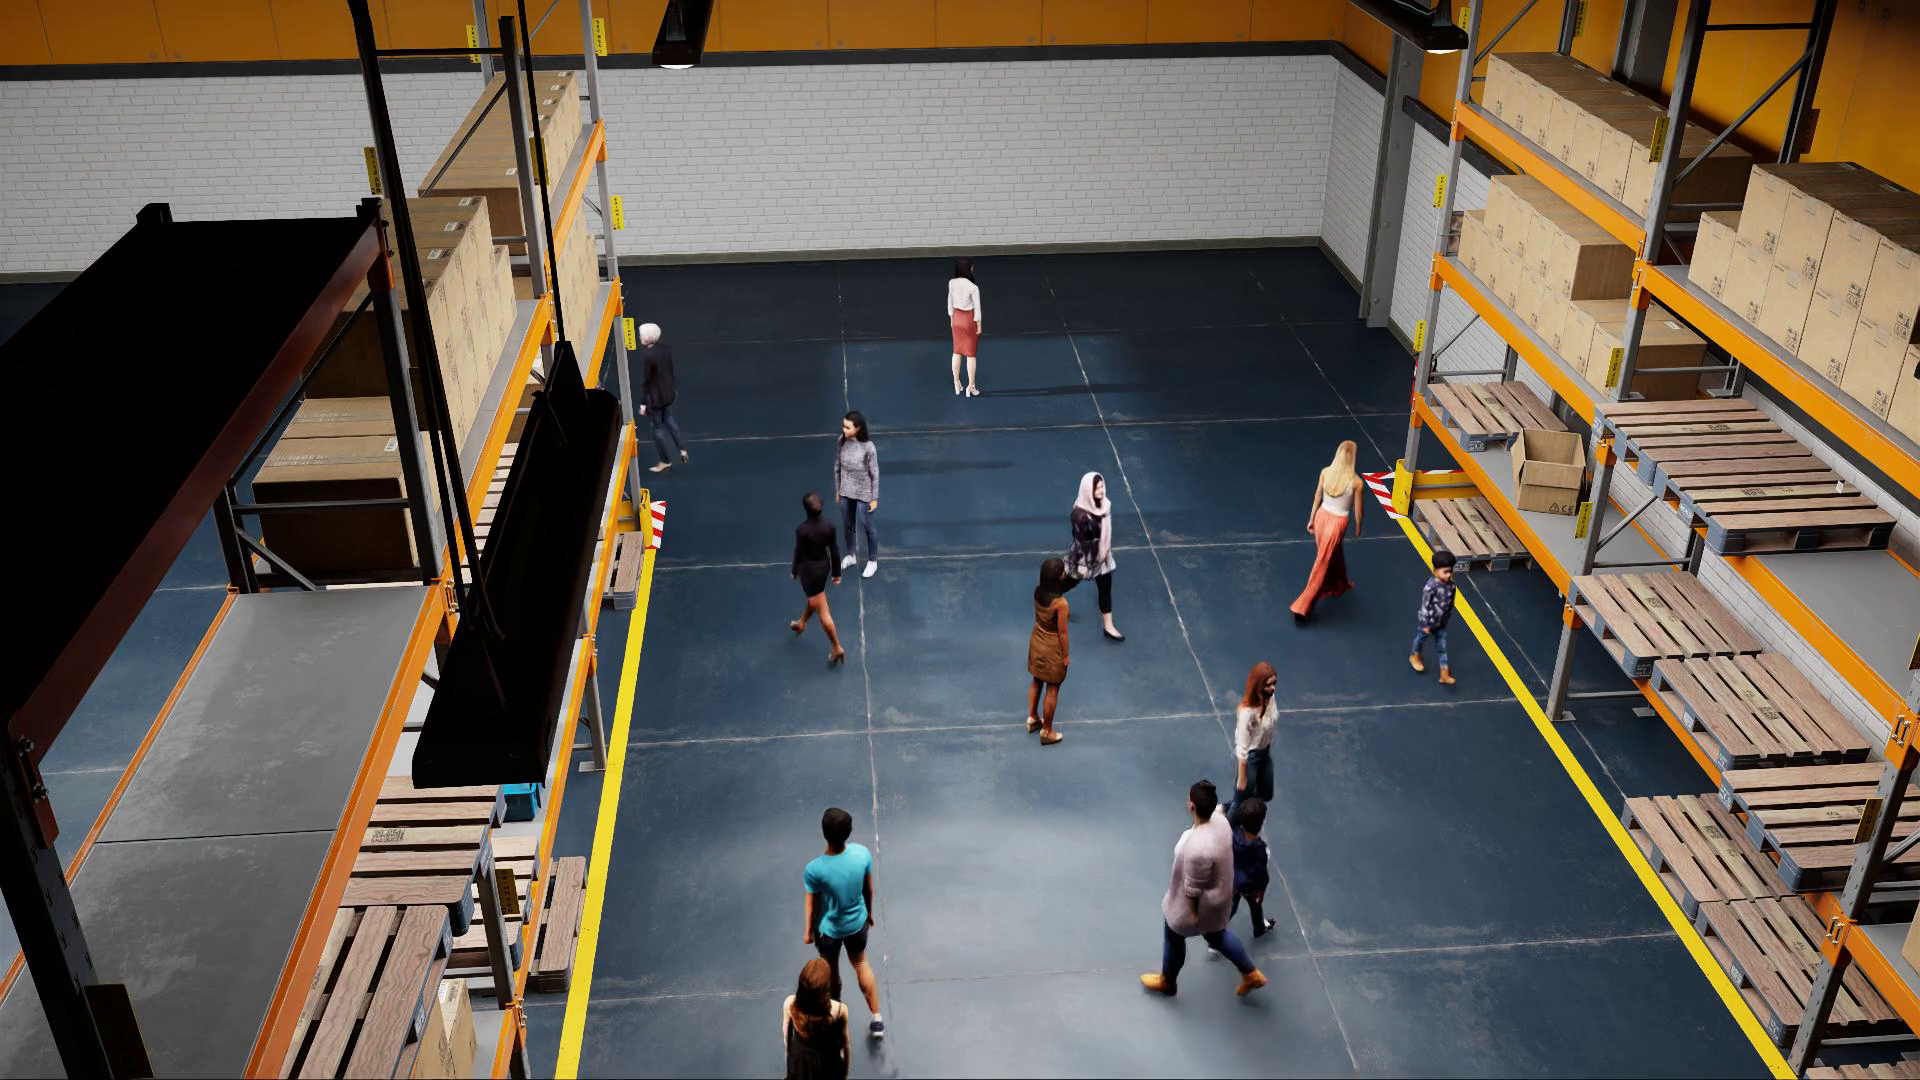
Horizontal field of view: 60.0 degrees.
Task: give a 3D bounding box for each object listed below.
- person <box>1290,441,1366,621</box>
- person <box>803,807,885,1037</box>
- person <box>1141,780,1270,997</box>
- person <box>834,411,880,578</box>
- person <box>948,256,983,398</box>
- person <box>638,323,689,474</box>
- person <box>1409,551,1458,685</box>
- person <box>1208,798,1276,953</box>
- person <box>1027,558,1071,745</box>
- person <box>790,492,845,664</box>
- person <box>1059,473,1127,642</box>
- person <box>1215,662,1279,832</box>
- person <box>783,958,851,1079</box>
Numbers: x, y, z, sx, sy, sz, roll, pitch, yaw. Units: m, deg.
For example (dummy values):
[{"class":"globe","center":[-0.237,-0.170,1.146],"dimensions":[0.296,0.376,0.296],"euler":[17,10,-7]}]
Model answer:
[{"class":"person","center":[3.379,-0.033,15.338],"dimensions":[1.137,1.751,1.183],"euler":[-24,37,-37]},{"class":"person","center":[-0.733,2.492,10.690],"dimensions":[0.822,1.768,0.947],"euler":[-15,32,-26]},{"class":"person","center":[1.682,2.357,10.991],"dimensions":[1.110,1.718,1.105],"euler":[16,32,27]},{"class":"person","center":[-0.989,-0.468,16.155],"dimensions":[0.694,1.732,0.711],"euler":[15,32,25]},{"class":"person","center":[0.063,-2.568,19.984],"dimensions":[0.667,1.751,0.704],"euler":[18,33,29]},{"class":"person","center":[-3.265,-1.531,17.906],"dimensions":[0.889,1.769,0.874],"euler":[20,34,32]},{"class":"person","center":[4.144,0.648,14.645],"dimensions":[0.583,1.218,0.854],"euler":[-7,29,-12]},{"class":"person","center":[1.934,2.359,11.532],"dimensions":[0.853,1.195,0.864],"euler":[-18,34,-30]},{"class":"person","center":[0.736,0.903,13.693],"dimensions":[0.696,1.683,0.584],"euler":[-16,33,-27]},{"class":"person","center":[-1.228,0.388,14.737],"dimensions":[0.939,1.586,1.089],"euler":[-22,36,-35]},{"class":"person","center":[1.101,0.117,15.224],"dimensions":[1.188,1.595,1.091],"euler":[24,36,36]},{"class":"person","center":[2.096,1.599,12.380],"dimensions":[0.840,1.718,0.779],"euler":[24,37,37]},{"class":"person","center":[-0.863,3.140,9.687],"dimensions":[0.659,1.592,1.082],"euler":[1,29,2]}]
